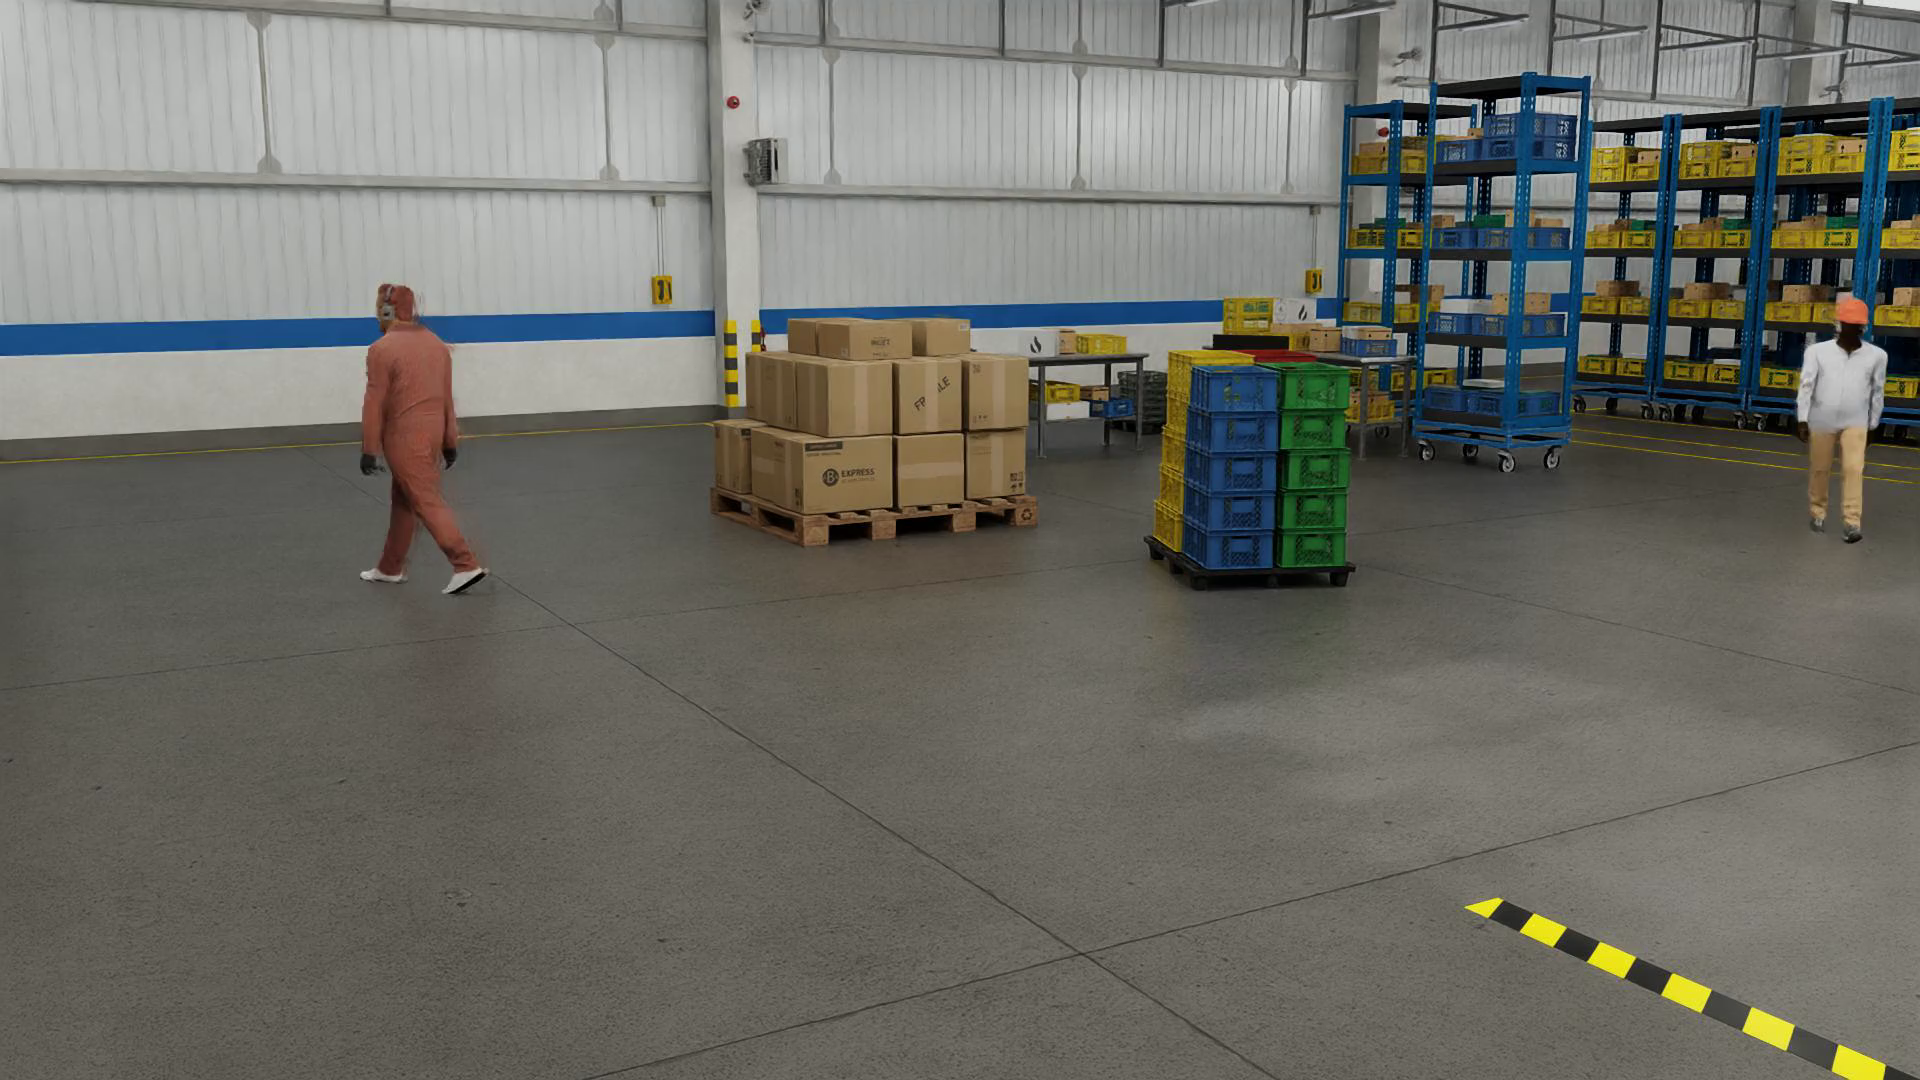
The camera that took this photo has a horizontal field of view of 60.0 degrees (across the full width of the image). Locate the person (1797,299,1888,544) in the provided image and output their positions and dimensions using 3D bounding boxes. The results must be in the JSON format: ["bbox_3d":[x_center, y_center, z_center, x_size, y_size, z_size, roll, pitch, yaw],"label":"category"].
[{"bbox_3d":[6.239,-0.846,11.795,0.567,1.702,0.906,4,11,22],"label":"person"}]

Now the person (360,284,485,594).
[{"bbox_3d":[-3.279,-0.607,10.016,0.999,1.863,0.658,3,11,18],"label":"person"}]
